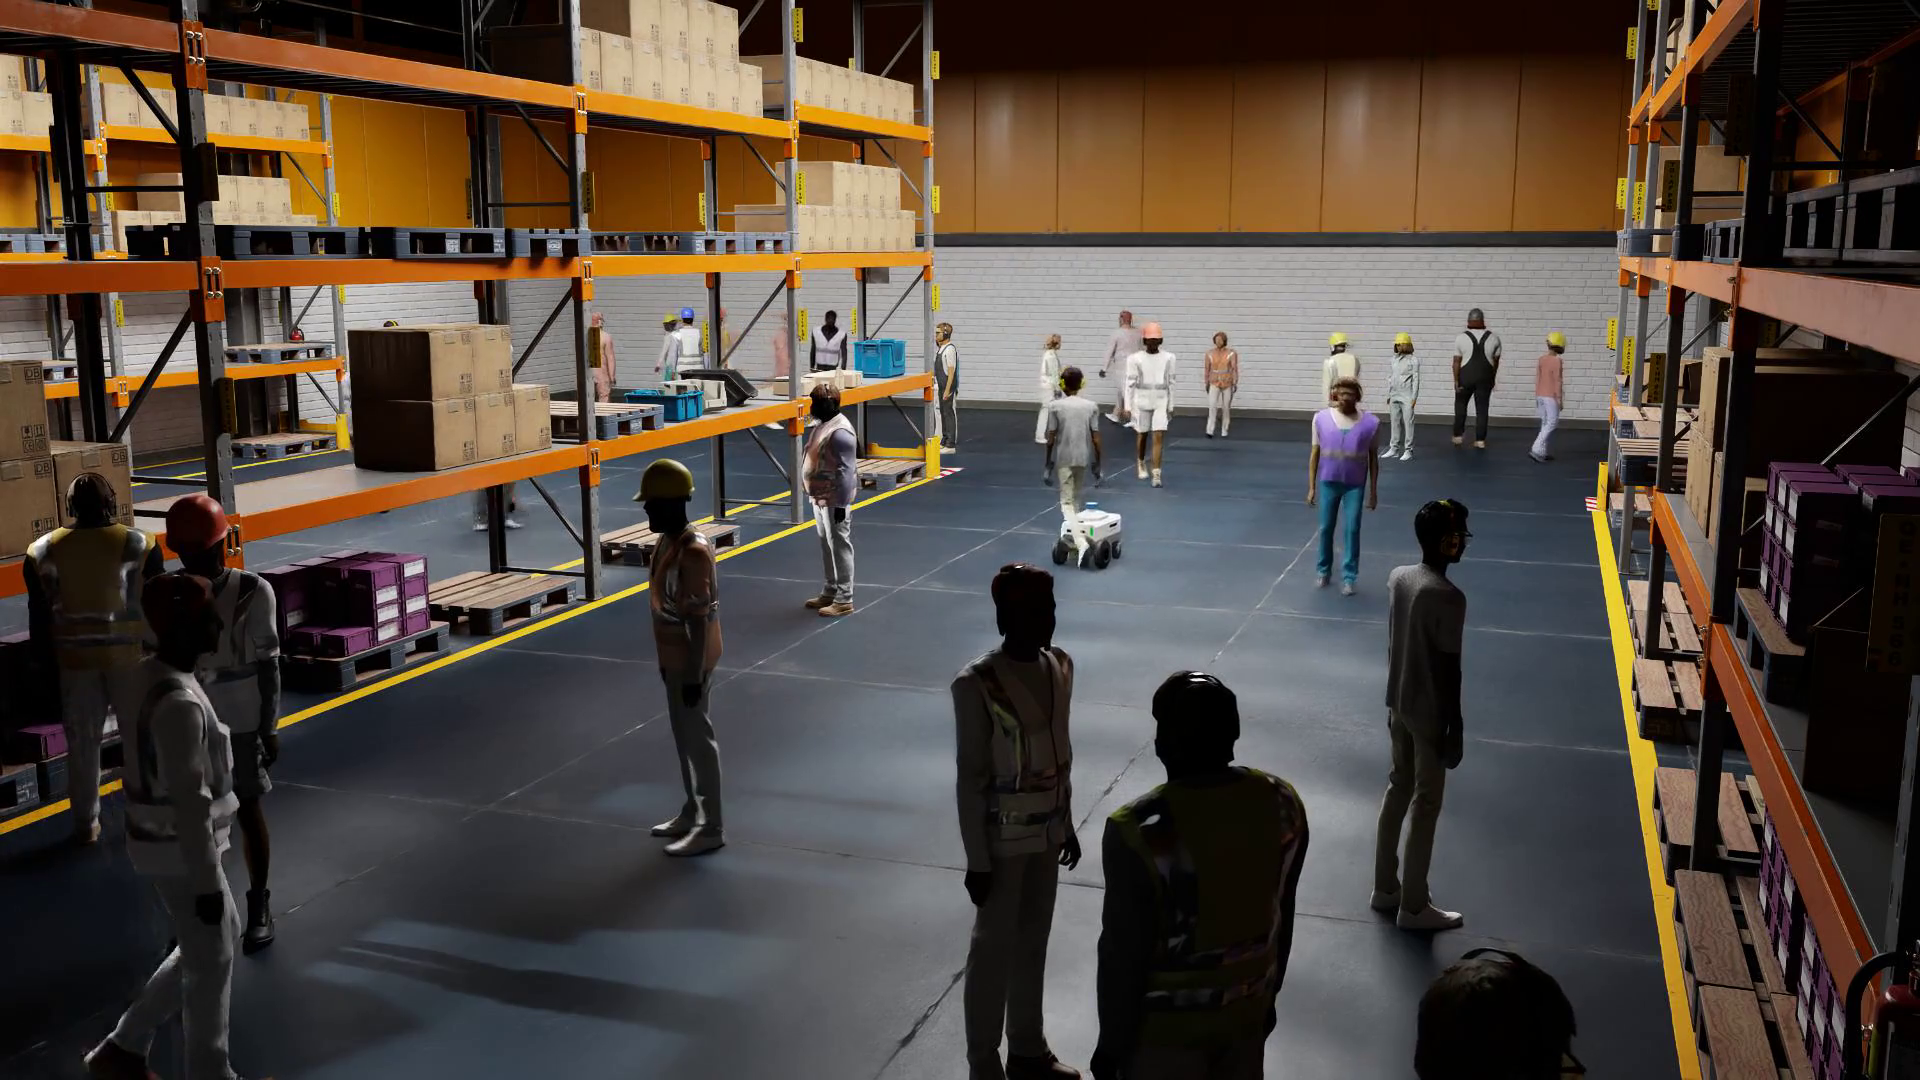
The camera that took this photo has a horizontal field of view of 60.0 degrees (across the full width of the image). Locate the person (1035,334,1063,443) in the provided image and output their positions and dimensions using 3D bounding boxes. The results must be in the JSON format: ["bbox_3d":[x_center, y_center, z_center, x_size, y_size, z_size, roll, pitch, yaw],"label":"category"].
[{"bbox_3d":[1.460,-2.221,24.508,0.763,1.607,0.546,0,10,-2],"label":"person"}]

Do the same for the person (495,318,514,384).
[{"bbox_3d":[-6.360,-2.066,22.662,0.613,1.964,0.361,-5,11,-28],"label":"person"}]

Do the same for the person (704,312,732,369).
[{"bbox_3d":[-4.041,-2.987,28.094,0.999,1.889,0.561,-6,12,-32],"label":"person"}]

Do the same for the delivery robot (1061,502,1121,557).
[{"bbox_3d":[1.211,-0.103,15.320,0.477,0.478,0.707,5,11,27],"label":"delivery robot"}]

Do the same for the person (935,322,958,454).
[{"bbox_3d":[-0.214,-2.128,23.353,0.345,1.846,0.508,-2,10,-13],"label":"person"}]

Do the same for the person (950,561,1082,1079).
[{"bbox_3d":[0.205,1.004,5.608,0.353,1.883,0.578,8,13,37],"label":"person"}]

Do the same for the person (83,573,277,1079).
[{"bbox_3d":[-2.586,1.033,5.475,0.479,1.870,0.594,-7,12,-34],"label":"person"}]

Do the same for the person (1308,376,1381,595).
[{"bbox_3d":[3.236,-0.466,14.032,0.578,1.853,0.388,3,11,18],"label":"person"}]

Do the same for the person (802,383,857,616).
[{"bbox_3d":[-1.036,-0.321,13.186,0.429,1.842,0.629,-4,11,-20],"label":"person"}]

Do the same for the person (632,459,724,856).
[{"bbox_3d":[-1.356,0.558,8.034,0.400,1.918,0.583,-4,11,-23],"label":"person"}]

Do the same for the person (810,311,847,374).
[{"bbox_3d":[-2.186,-2.870,27.546,0.631,1.839,0.997,-1,10,-3],"label":"person"}]

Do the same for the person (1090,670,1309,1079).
[{"bbox_3d":[0.596,1.243,4.381,0.625,1.844,0.429,-6,12,-31],"label":"person"}]

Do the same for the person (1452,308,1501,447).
[{"bbox_3d":[7.504,-2.395,24.309,0.702,2.000,0.900,1,10,5],"label":"person"}]

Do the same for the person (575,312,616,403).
[{"bbox_3d":[-5.555,-2.540,25.508,0.651,1.904,0.403,4,11,19],"label":"person"}]

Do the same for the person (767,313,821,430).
[{"bbox_3d":[-2.634,-2.659,26.304,0.981,1.863,0.661,4,11,19],"label":"person"}]

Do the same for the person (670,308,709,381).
[{"bbox_3d":[-4.247,-2.673,26.142,0.614,1.943,0.405,-4,11,-20],"label":"person"}]

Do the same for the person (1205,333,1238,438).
[{"bbox_3d":[3.943,-2.329,25.177,0.531,1.593,0.845,3,11,18],"label":"person"}]

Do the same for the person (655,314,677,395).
[{"bbox_3d":[-4.988,-3.006,28.621,0.677,1.731,0.577,1,10,8],"label":"person"}]

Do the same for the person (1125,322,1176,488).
[{"bbox_3d":[2.330,-1.682,20.443,0.627,1.997,1.055,0,10,-1],"label":"person"}]

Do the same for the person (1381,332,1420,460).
[{"bbox_3d":[6.024,-1.962,22.704,0.321,1.742,0.492,-7,12,-36],"label":"person"}]

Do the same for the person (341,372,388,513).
[{"bbox_3d":[-6.562,-1.275,18.417,0.555,1.890,0.974,-6,12,-29],"label":"person"}]

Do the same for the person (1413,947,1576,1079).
[{"bbox_3d":[0.727,1.537,2.469,0.370,1.934,0.627,-5,11,-27],"label":"person"}]

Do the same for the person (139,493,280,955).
[{"bbox_3d":[-3.087,0.758,6.869,0.542,1.930,0.367,-2,10,-9],"label":"person"}]

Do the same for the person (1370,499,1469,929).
[{"bbox_3d":[1.998,0.745,7.152,0.328,1.861,0.500,-4,11,-20],"label":"person"}]

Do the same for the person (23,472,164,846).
[{"bbox_3d":[-4.177,0.583,8.128,0.626,1.836,0.428,-3,10,-14],"label":"person"}]

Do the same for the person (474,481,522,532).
[{"bbox_3d":[-4.739,-1.039,17.021,0.578,1.910,0.612,-8,13,-38],"label":"person"}]

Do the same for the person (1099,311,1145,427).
[{"bbox_3d":[2.632,-2.761,26.905,0.661,1.855,1.018,-7,12,-34],"label":"person"}]

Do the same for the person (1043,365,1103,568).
[{"bbox_3d":[1.056,-0.679,15.228,0.523,1.838,0.856,-4,11,-20],"label":"person"}]

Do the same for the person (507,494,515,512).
[{"bbox_3d":[-5.132,-1.116,17.950,0.542,1.735,0.436,-9,13,-40],"label":"person"}]

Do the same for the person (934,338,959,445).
[{"bbox_3d":[-0.243,-2.194,24.304,0.523,1.638,0.311,-6,12,-29],"label":"person"}]

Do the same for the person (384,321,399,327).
[{"bbox_3d":[-7.959,-2.158,23.470,0.515,1.866,0.333,2,10,9],"label":"person"}]

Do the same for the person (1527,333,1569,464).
[{"bbox_3d":[7.878,-1.914,22.458,0.595,1.741,0.657,-2,10,-10],"label":"person"}]

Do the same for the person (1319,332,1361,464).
[{"bbox_3d":[5.016,-1.841,21.893,0.572,1.793,0.856,-3,11,-17],"label":"person"}]
